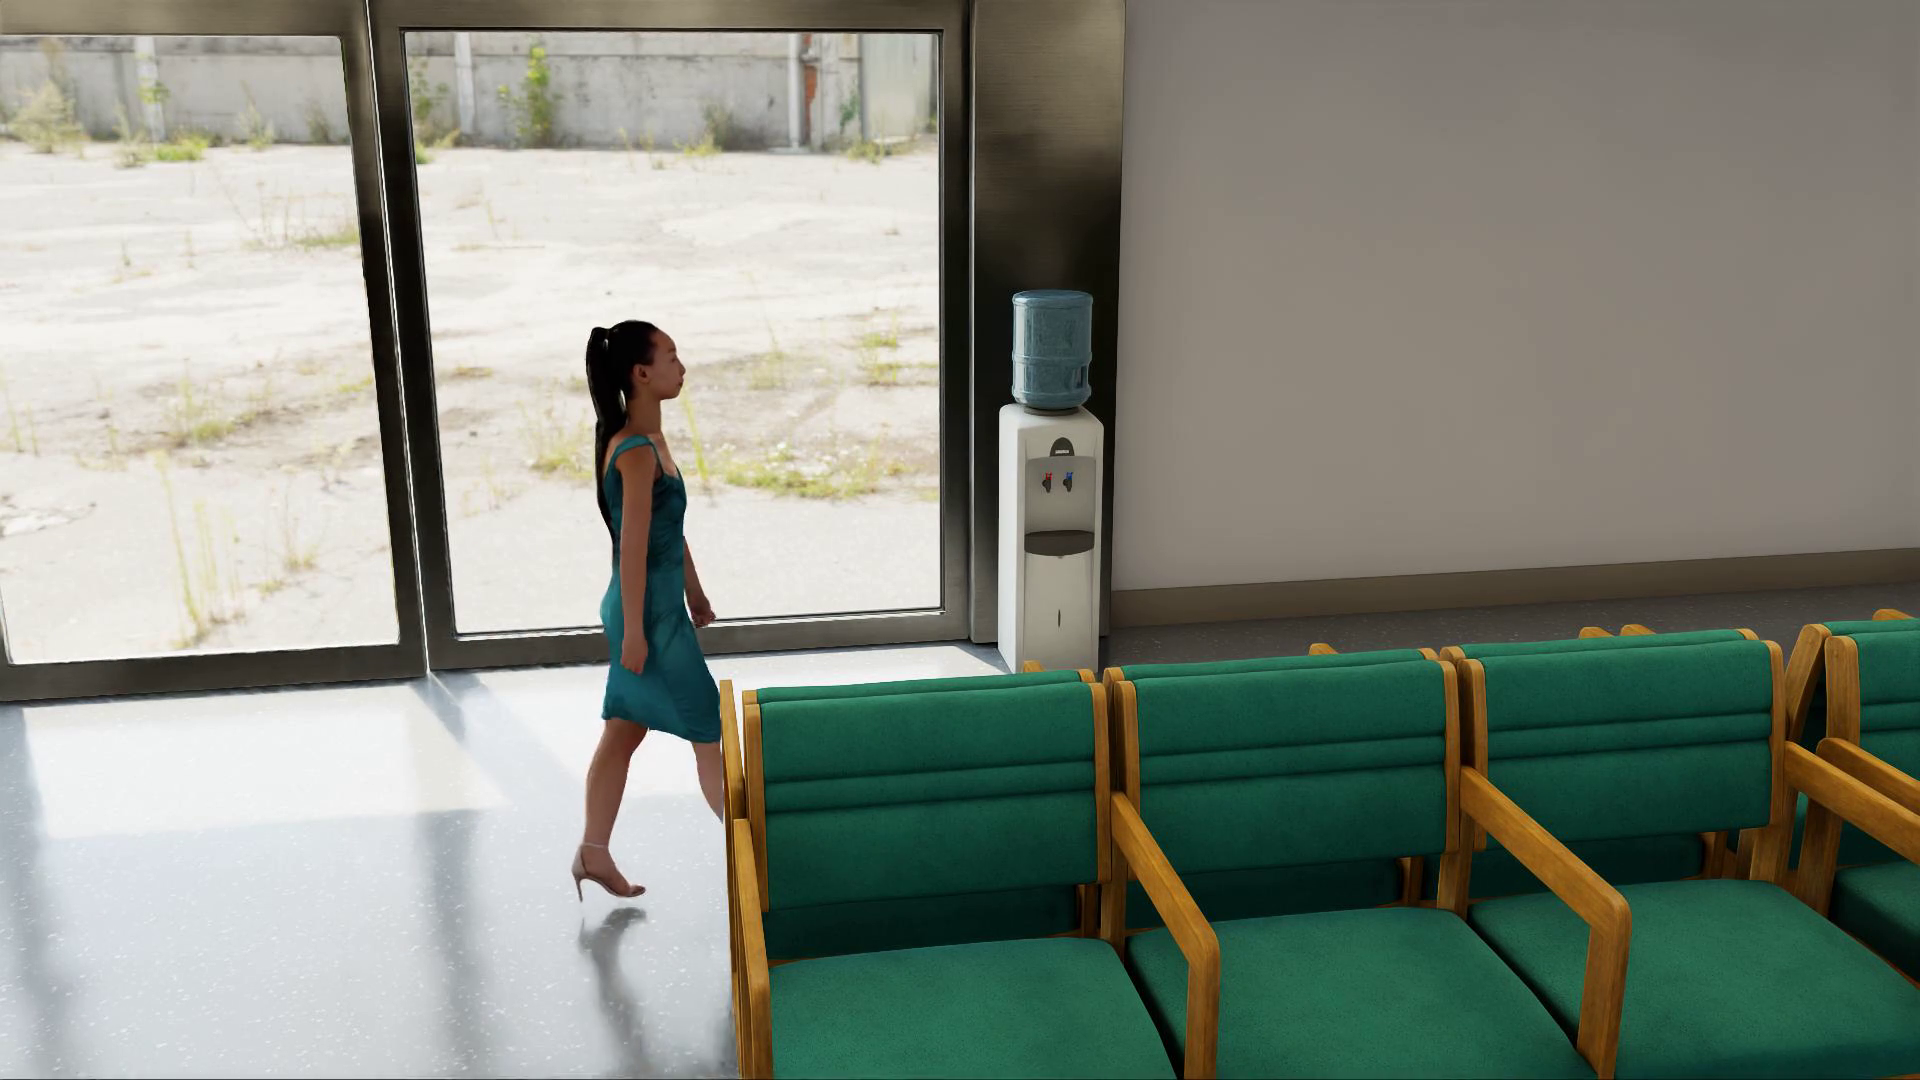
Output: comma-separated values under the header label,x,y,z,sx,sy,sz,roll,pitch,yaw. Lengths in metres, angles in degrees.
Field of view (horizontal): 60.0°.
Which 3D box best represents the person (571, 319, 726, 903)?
label,x,y,z,sx,sy,sz,roll,pitch,yaw
person,-0.941,0.252,4.555,0.640,1.658,0.824,-3,16,-10
